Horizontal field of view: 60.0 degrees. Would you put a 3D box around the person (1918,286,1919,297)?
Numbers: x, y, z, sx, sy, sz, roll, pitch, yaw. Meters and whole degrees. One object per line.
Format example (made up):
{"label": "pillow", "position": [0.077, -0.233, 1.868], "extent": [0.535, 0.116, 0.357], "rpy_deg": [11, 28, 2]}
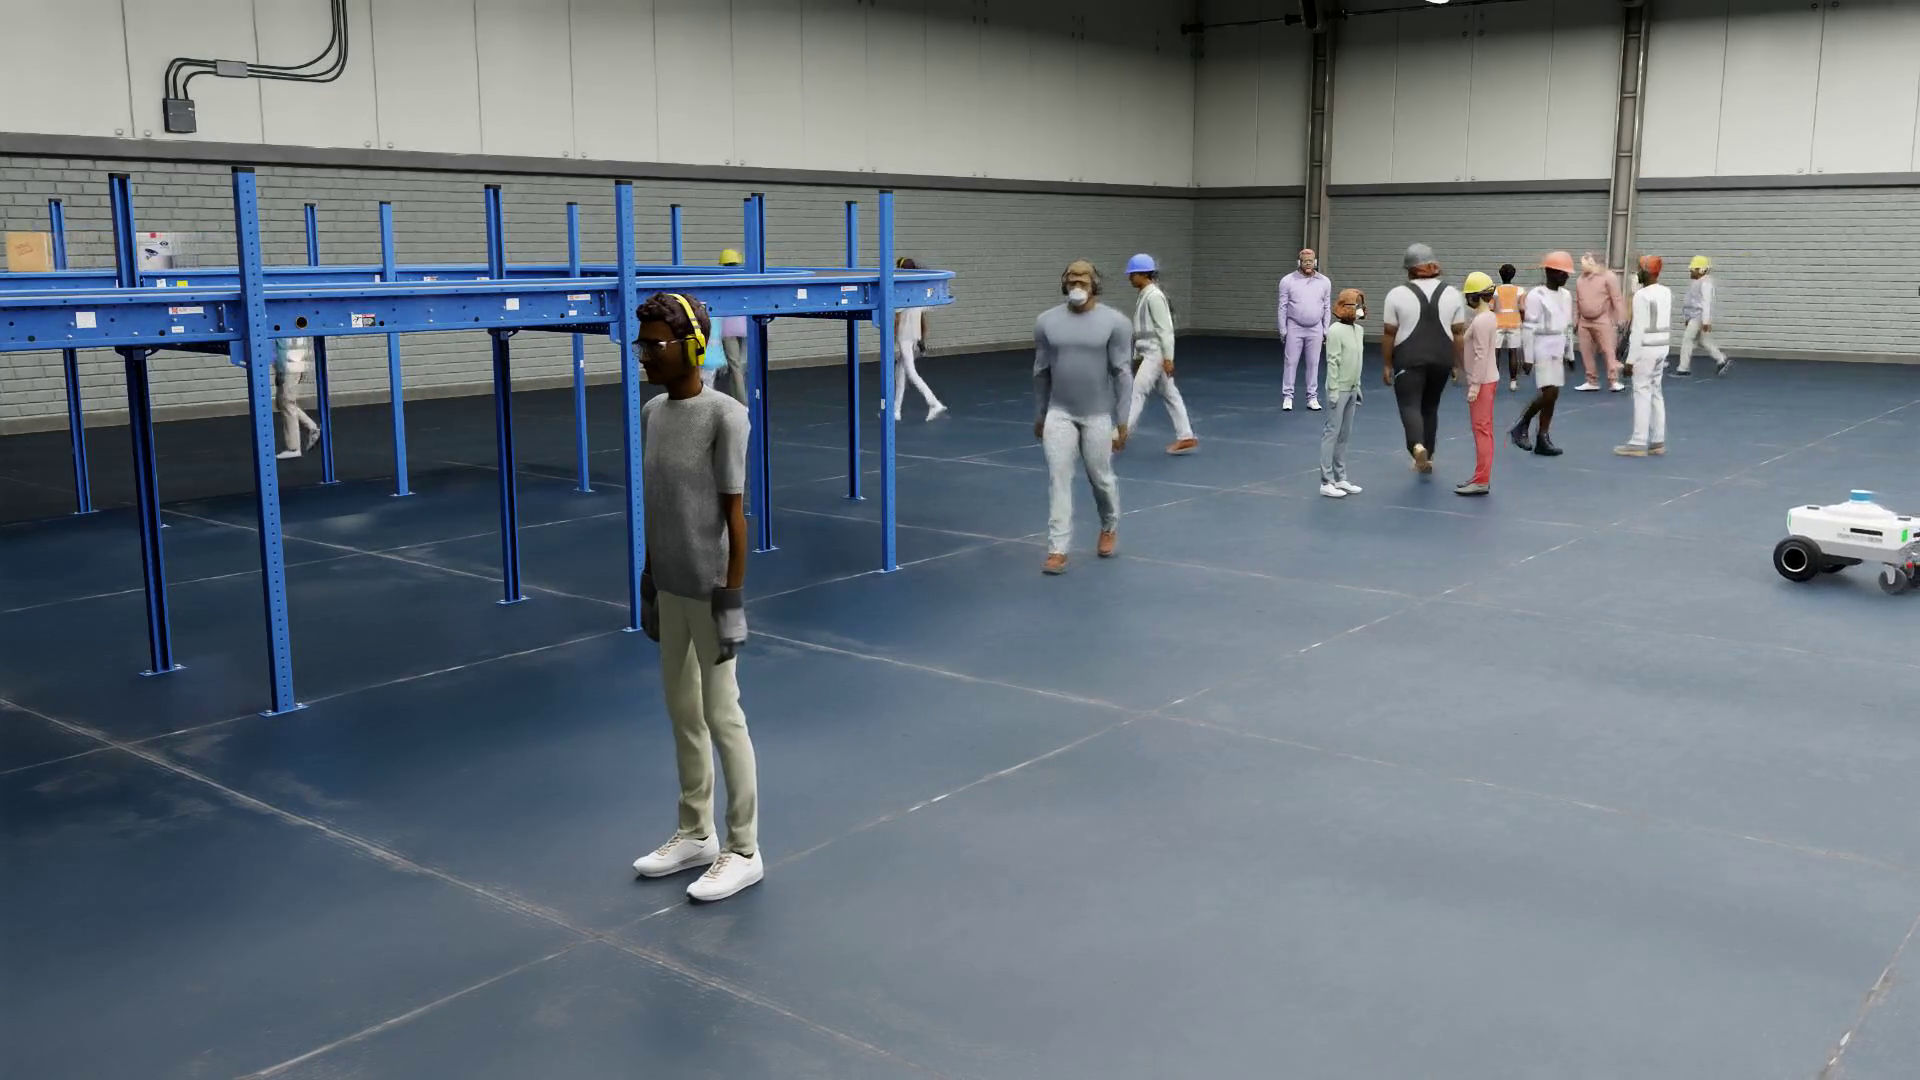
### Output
{"label": "person", "position": [13.253, -2.902, 22.372], "extent": [0.776, 1.805, 0.434], "rpy_deg": [-3, 11, -14]}

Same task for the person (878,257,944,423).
{"label": "person", "position": [-0.545, -2.238, 18.607], "extent": [0.909, 1.831, 0.527], "rpy_deg": [7, 12, 32]}

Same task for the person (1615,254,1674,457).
{"label": "person", "position": [6.474, -1.735, 15.650], "extent": [0.583, 1.882, 0.341], "rpy_deg": [-8, 13, -38]}

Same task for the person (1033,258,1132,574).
{"label": "person", "position": [0.759, -0.792, 10.358], "extent": [0.643, 1.912, 0.879], "rpy_deg": [3, 11, 18]}

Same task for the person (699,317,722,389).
{"label": "person", "position": [-2.443, -1.647, 15.704], "extent": [0.370, 1.684, 0.538], "rpy_deg": [1, 10, 6]}

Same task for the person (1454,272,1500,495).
{"label": "person", "position": [4.128, -1.246, 13.275], "extent": [0.329, 1.764, 0.524], "rpy_deg": [5, 11, 24]}

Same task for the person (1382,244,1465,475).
{"label": "person", "position": [3.986, -1.548, 14.293], "extent": [0.688, 2.000, 0.888], "rpy_deg": [0, 10, -2]}

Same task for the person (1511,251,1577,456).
{"label": "person", "position": [5.558, -1.753, 15.678], "extent": [0.542, 1.913, 0.421], "rpy_deg": [-7, 12, -35]}

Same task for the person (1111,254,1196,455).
{"label": "person", "position": [1.761, -1.735, 15.641], "extent": [1.048, 1.876, 0.629], "rpy_deg": [0, 10, -1]}

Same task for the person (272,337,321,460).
{"label": "person", "position": [-6.202, -1.555, 15.371], "extent": [0.386, 1.629, 0.519], "rpy_deg": [-2, 10, -12]}

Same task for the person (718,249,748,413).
{"label": "person", "position": [-2.753, -2.441, 19.511], "extent": [0.871, 1.893, 0.612], "rpy_deg": [9, 14, 42]}

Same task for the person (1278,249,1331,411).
{"label": "person", "position": [4.113, -2.504, 19.847], "extent": [0.641, 1.908, 0.407], "rpy_deg": [-1, 10, -4]}

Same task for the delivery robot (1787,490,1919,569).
{"label": "delivery robot", "position": [5.321, -0.053, 9.870], "extent": [0.477, 0.478, 0.707], "rpy_deg": [-8, 13, -39]}

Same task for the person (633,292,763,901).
{"label": "person", "position": [-0.830, 0.170, 5.163], "extent": [0.514, 1.865, 0.313], "rpy_deg": [10, 14, 43]}

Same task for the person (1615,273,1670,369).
{"label": "person", "position": [10.604, -3.531, 25.884], "extent": [0.525, 1.782, 1.011], "rpy_deg": [-9, 14, -42]}

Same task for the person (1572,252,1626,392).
{"label": "person", "position": [8.549, -2.908, 22.218], "extent": [0.450, 1.864, 0.809], "rpy_deg": [-8, 13, -36]}

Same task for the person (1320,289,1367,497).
{"label": "person", "position": [3.064, -1.175, 13.236], "extent": [0.285, 1.634, 0.499], "rpy_deg": [8, 13, 39]}

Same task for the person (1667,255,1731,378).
{"label": "person", "position": [10.983, -3.297, 24.560], "extent": [0.840, 1.802, 0.594], "rpy_deg": [3, 11, 15]}

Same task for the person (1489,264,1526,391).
{"label": "person", "position": [7.344, -2.864, 22.412], "extent": [0.534, 1.700, 0.318], "rpy_deg": [2, 10, 9]}
